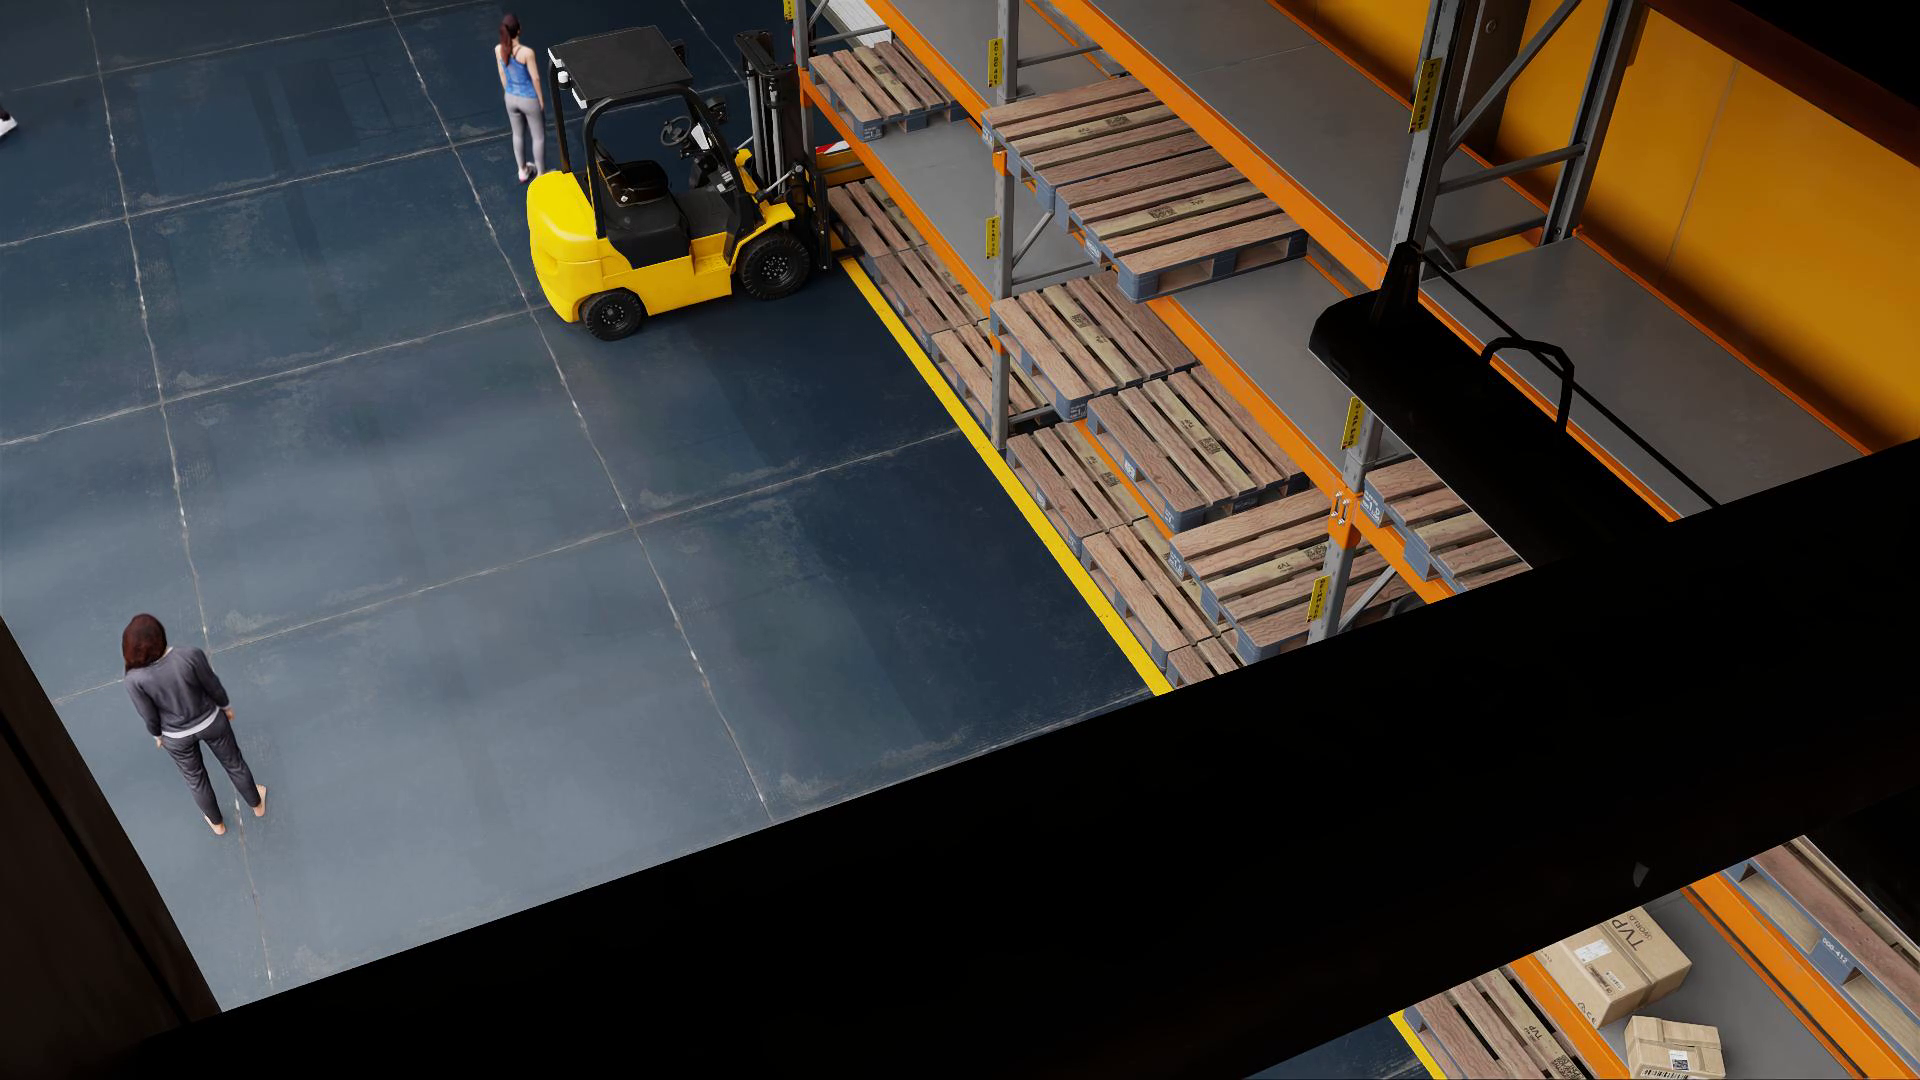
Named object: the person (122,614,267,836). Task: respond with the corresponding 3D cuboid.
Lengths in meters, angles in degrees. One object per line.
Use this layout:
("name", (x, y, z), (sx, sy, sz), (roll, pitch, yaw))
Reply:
("person", (-4.513, 1.076, 9.775), (0.645, 1.768, 0.565), (-24, 49, -23))

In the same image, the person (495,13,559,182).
("person", (-4.009, -4.037, 15.262), (0.646, 1.603, 0.709), (15, 46, 15))
